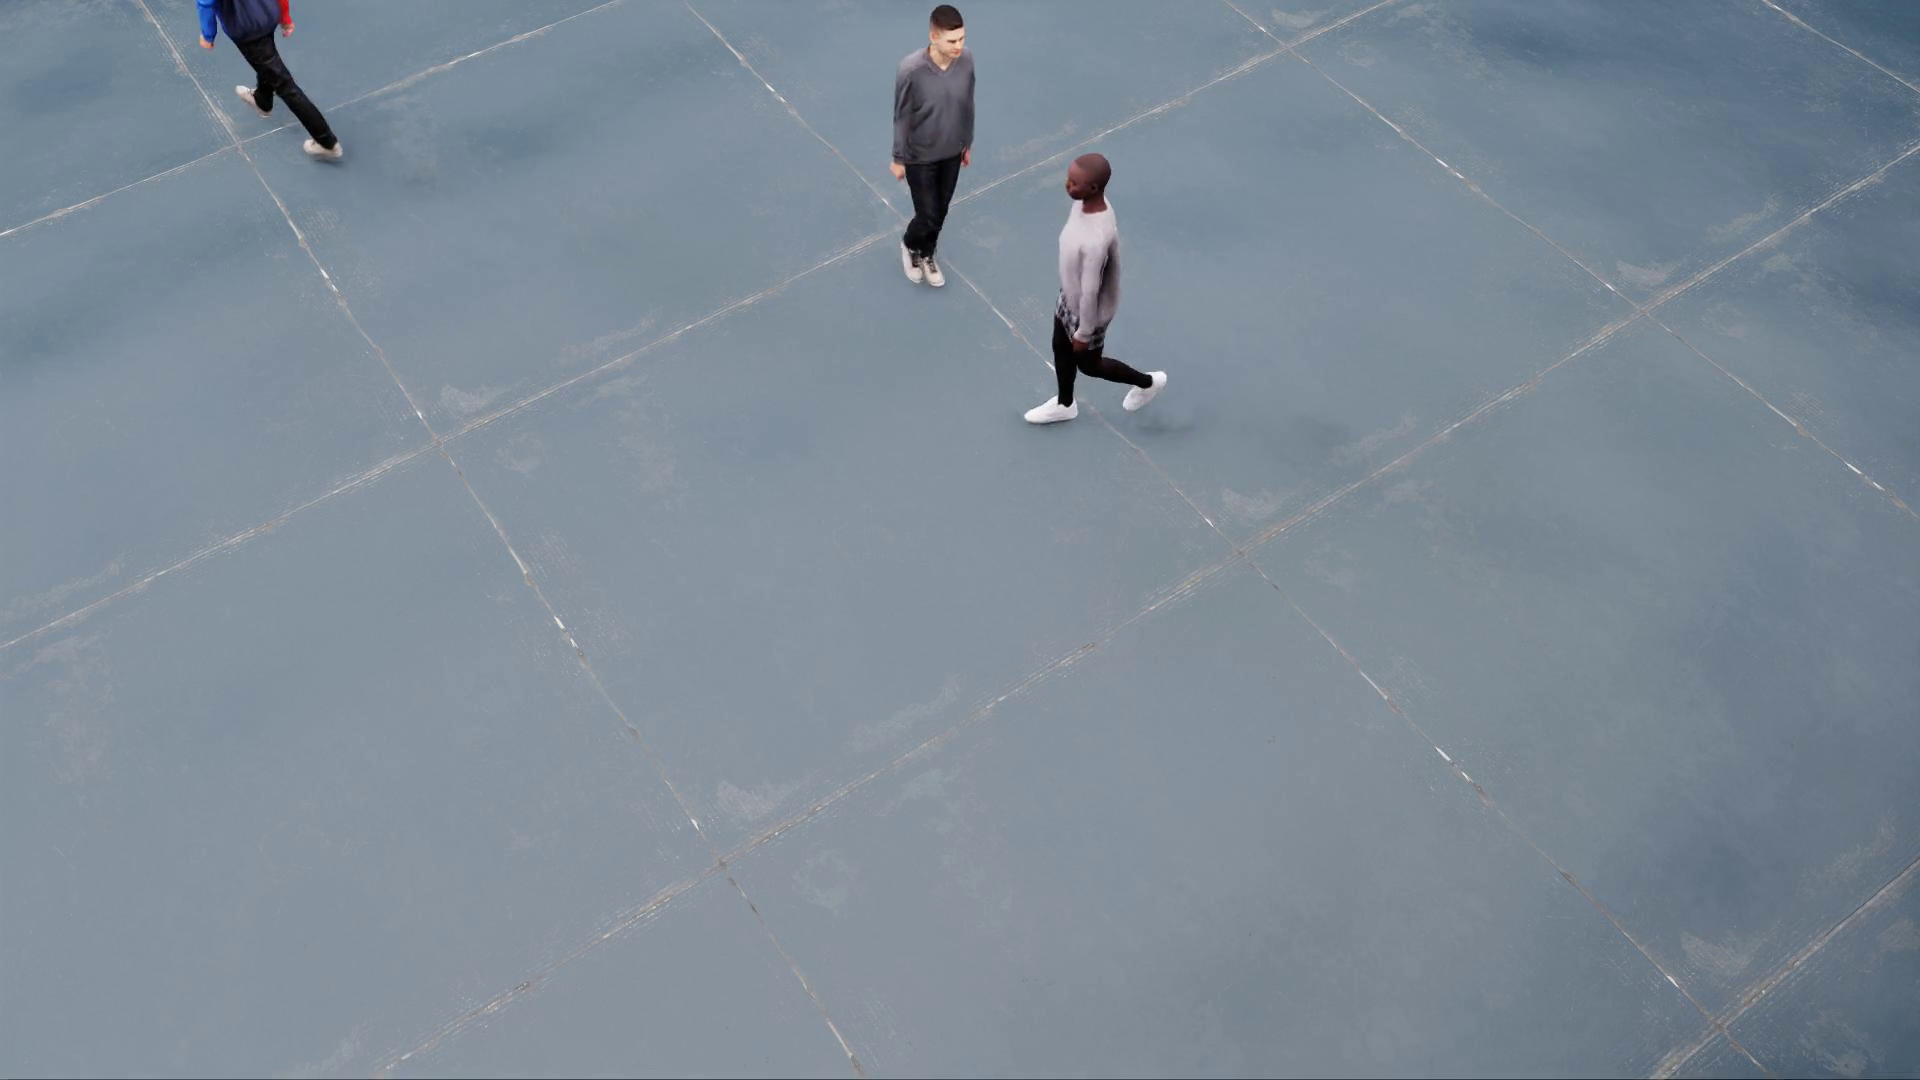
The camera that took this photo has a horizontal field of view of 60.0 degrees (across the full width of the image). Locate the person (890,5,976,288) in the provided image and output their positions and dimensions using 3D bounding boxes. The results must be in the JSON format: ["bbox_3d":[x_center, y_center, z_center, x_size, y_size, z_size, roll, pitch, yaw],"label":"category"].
[{"bbox_3d":[-0.184,-2.148,8.971,0.644,1.746,0.603,-24,56,-17],"label":"person"}]

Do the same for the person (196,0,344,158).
[{"bbox_3d":[-4.022,-2.950,9.617,1.248,1.708,1.000,23,56,17],"label":"person"}]

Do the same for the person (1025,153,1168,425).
[{"bbox_3d":[0.710,-1.174,8.213,0.940,1.753,1.015,-3,52,-2],"label":"person"}]
